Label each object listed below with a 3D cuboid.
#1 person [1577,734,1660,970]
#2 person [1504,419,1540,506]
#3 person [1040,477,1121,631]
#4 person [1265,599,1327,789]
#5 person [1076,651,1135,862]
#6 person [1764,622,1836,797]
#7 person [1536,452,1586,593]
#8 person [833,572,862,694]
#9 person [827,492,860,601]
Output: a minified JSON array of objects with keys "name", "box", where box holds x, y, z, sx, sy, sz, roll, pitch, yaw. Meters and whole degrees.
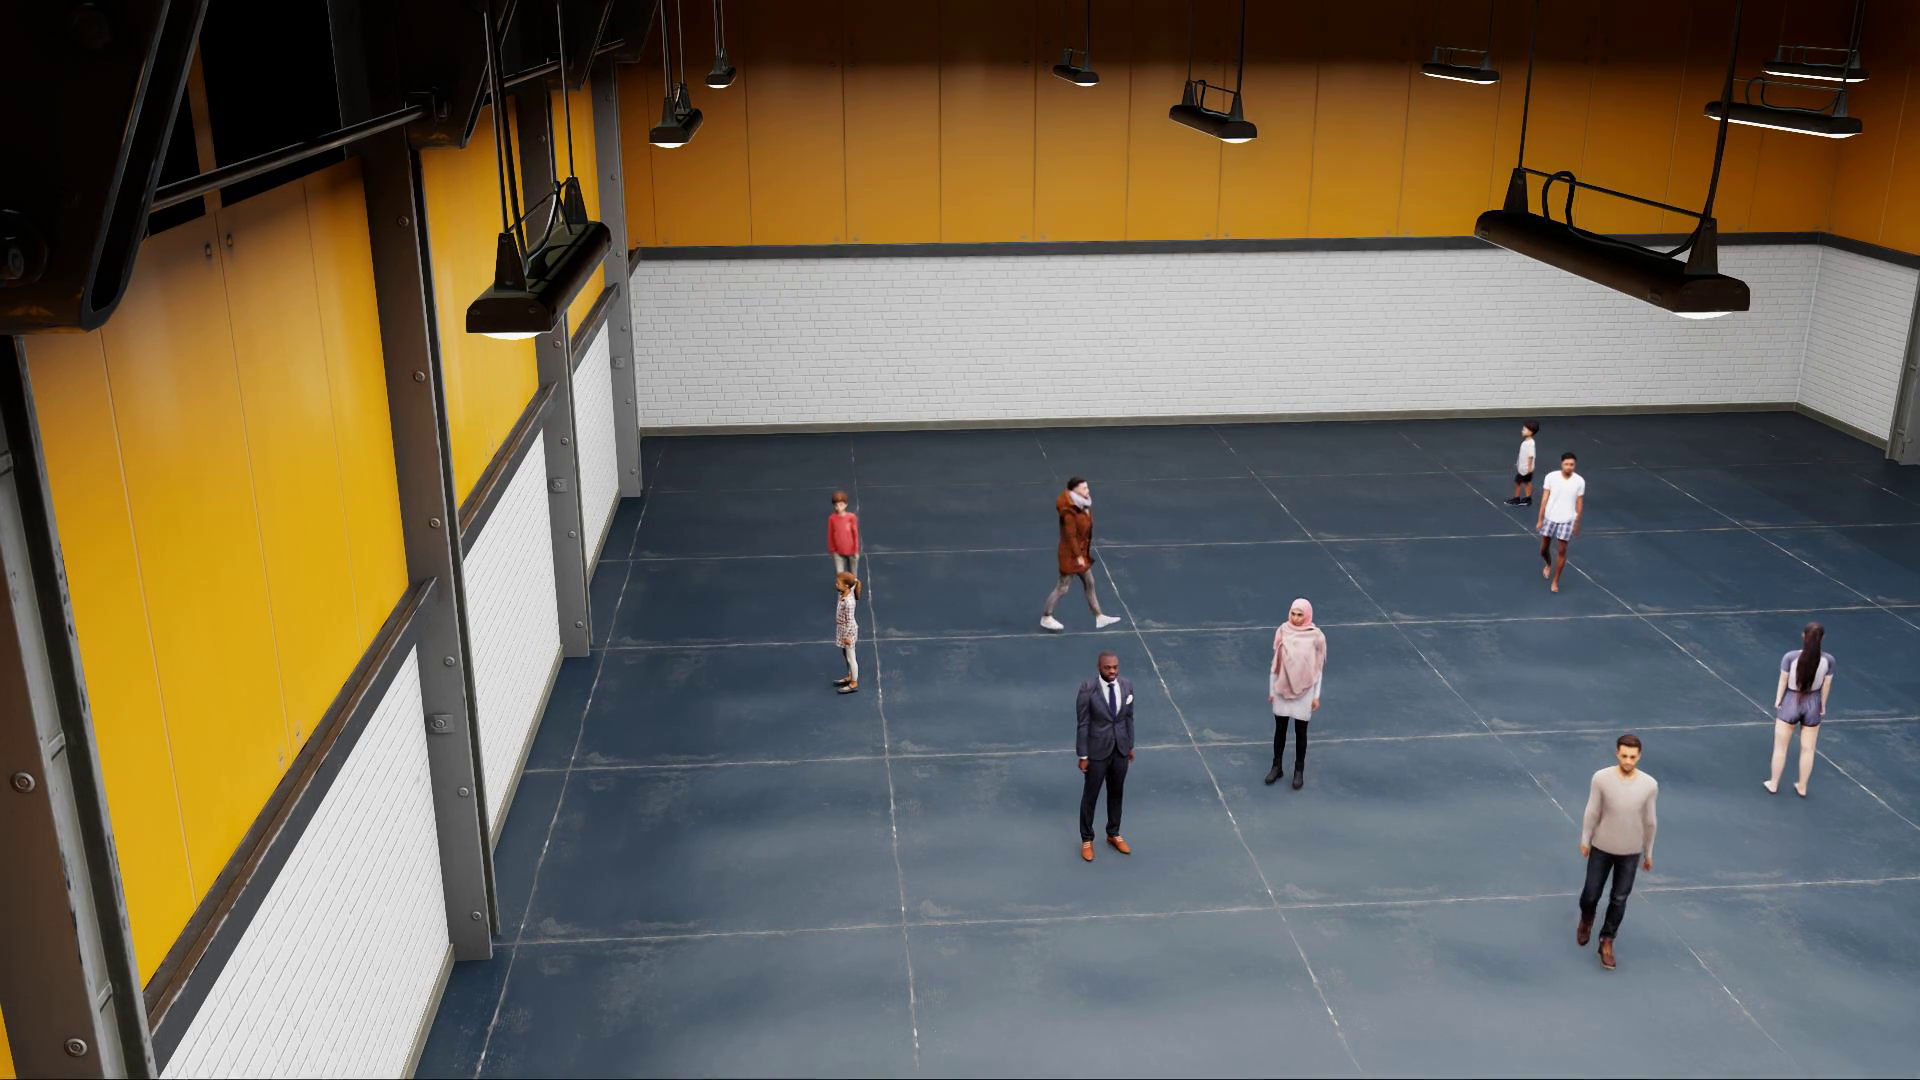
[{"name":"person","box":[4.903,2.272,12.454,0.756,1.857,0.812,4,19,11]},{"name":"person","box":[8.018,-1.074,23.345,0.617,1.247,0.604,2,19,7]},{"name":"person","box":[1.191,0.196,18.729,1.063,1.786,1.179,6,20,18]},{"name":"person","box":[3.052,1.387,15.165,0.730,1.803,0.741,8,20,21]},{"name":"person","box":[1.223,1.774,13.983,0.763,1.824,0.702,-7,20,-20]},{"name":"person","box":[7.592,1.523,15.007,0.653,1.647,0.625,5,19,15]},{"name":"person","box":[7.282,-0.262,20.187,0.824,1.723,0.900,7,20,20]},{"name":"person","box":[-1.166,0.940,17.263,0.627,1.311,0.492,-5,19,-14]},{"name":"person","box":[-1.353,0.109,19.596,0.527,1.397,0.830,-1,19,-2]}]
